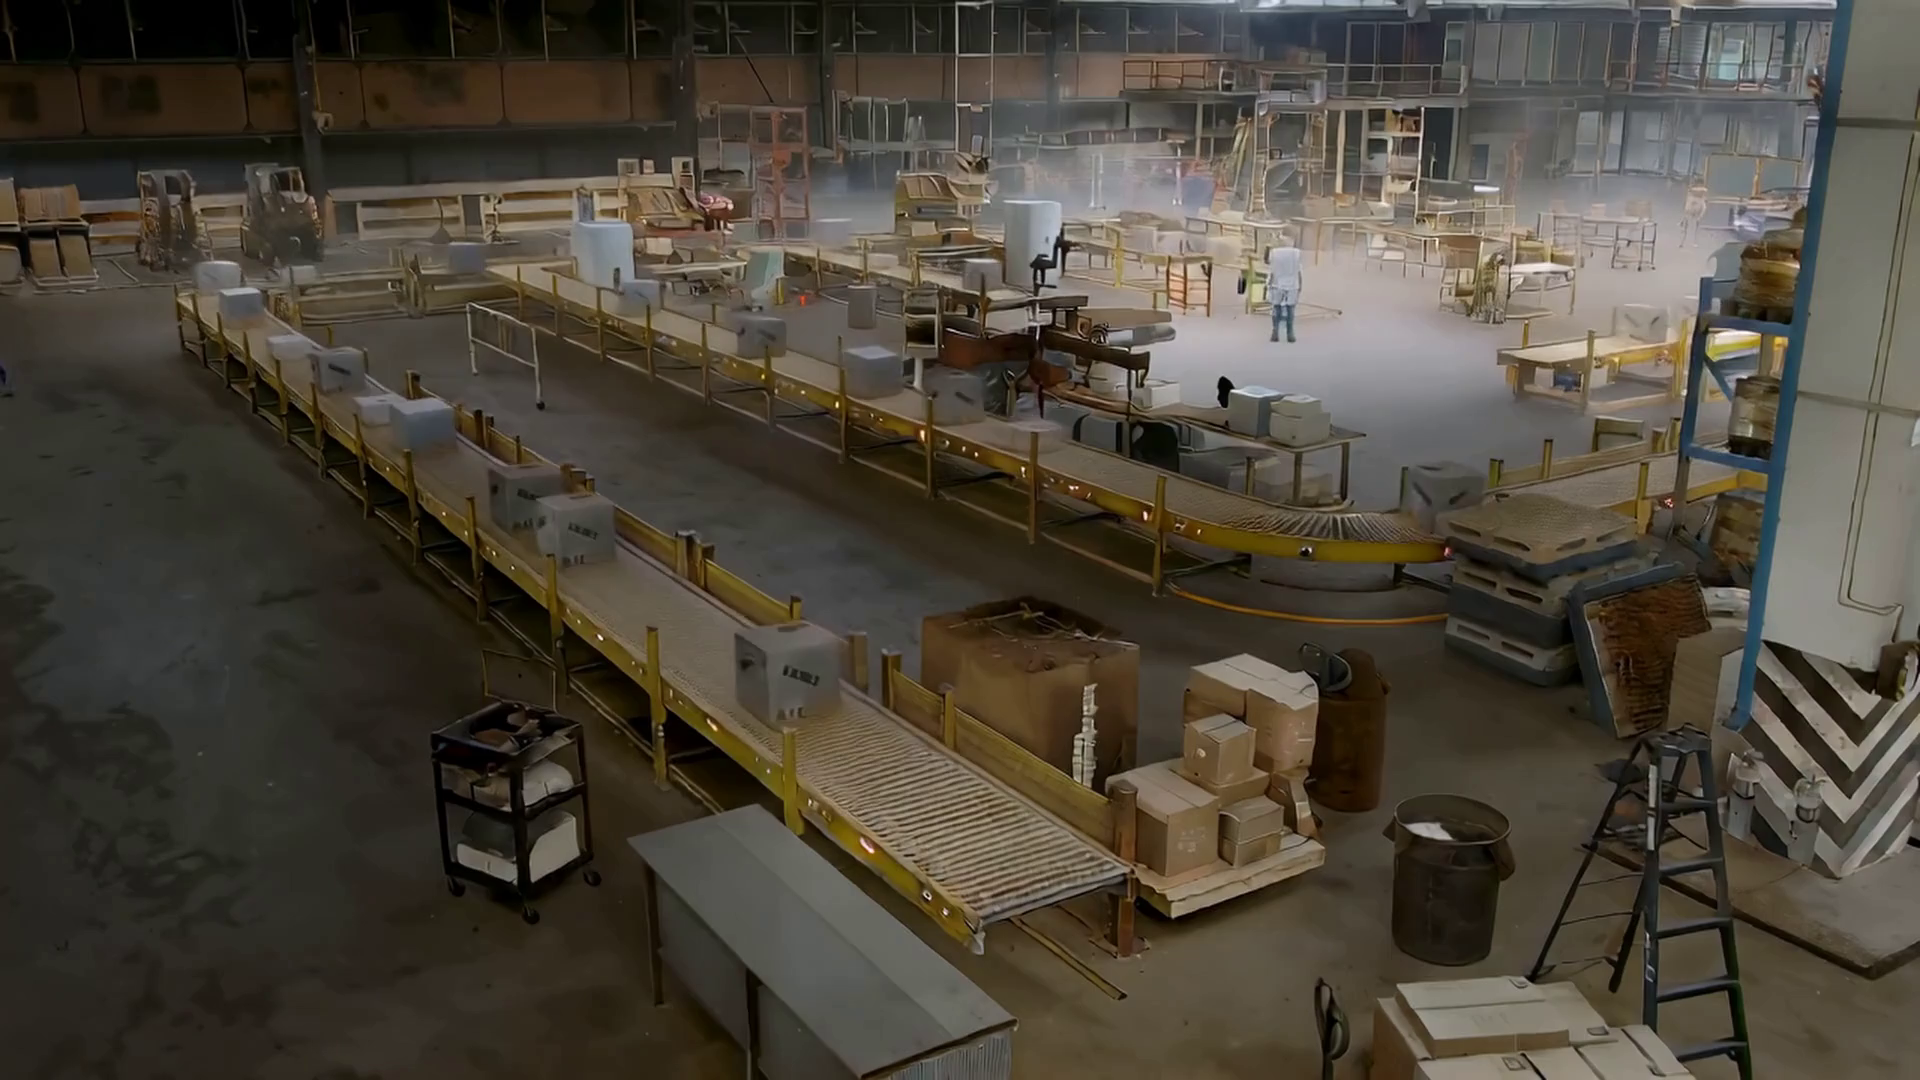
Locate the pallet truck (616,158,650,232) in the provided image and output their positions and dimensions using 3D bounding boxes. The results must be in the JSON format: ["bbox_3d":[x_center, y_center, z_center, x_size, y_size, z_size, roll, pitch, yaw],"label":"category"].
[{"bbox_3d":[-8.918,-9.176,44.255,0.823,1.965,1.885,-9,19,-27],"label":"pallet truck"}]

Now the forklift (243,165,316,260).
[{"bbox_3d":[-15.898,-7.669,38.708,1.157,1.987,2.680,-11,20,-33],"label":"forklift"}]

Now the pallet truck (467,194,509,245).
[{"bbox_3d":[-11.983,-8.177,42.137,0.704,1.261,1.522,-11,20,-33],"label":"pallet truck"}]

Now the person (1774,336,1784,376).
[{"bbox_3d":[11.542,-2.718,22.976,0.881,1.875,0.651,-7,18,-21],"label":"person"}]

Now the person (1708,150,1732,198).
[{"bbox_3d":[22.351,-10.542,48.992,0.579,1.884,0.352,6,18,20],"label":"person"}]

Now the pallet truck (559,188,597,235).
[{"bbox_3d":[-10.010,-8.652,43.699,0.653,1.274,1.630,-10,20,-31],"label":"pallet truck"}]

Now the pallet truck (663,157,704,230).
[{"bbox_3d":[-7.586,-9.308,44.692,0.823,1.965,1.885,-11,20,-33],"label":"pallet truck"}]

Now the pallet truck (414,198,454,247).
[{"bbox_3d":[-13.250,-8.060,41.856,0.680,1.201,1.601,-10,20,-31],"label":"pallet truck"}]

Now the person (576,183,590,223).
[{"bbox_3d":[-8.797,-7.474,38.987,0.314,1.767,0.534,-11,20,-33],"label":"person"}]

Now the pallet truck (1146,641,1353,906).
[{"bbox_3d":[1.664,1.407,10.232,1.630,1.274,0.653,-10,20,-31],"label":"pallet truck"}]

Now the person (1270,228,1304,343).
[{"bbox_3d":[5.537,-4.321,28.228,0.547,1.930,0.407,6,18,18],"label":"person"}]

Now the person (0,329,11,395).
[{"bbox_3d":[-13.789,-2.917,23.419,0.620,2.016,0.896,-2,17,-5],"label":"person"}]

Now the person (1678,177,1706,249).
[{"bbox_3d":[18.033,-8.049,40.937,0.489,1.744,0.299,11,20,32],"label":"person"}]

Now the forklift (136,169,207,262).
[{"bbox_3d":[-17.842,-7.318,37.559,1.157,1.987,2.680,-10,20,-31],"label":"forklift"}]

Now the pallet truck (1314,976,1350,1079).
[{"bbox_3d":[2.299,2.390,7.086,1.601,1.201,0.680,-2,17,-7],"label":"pallet truck"}]
